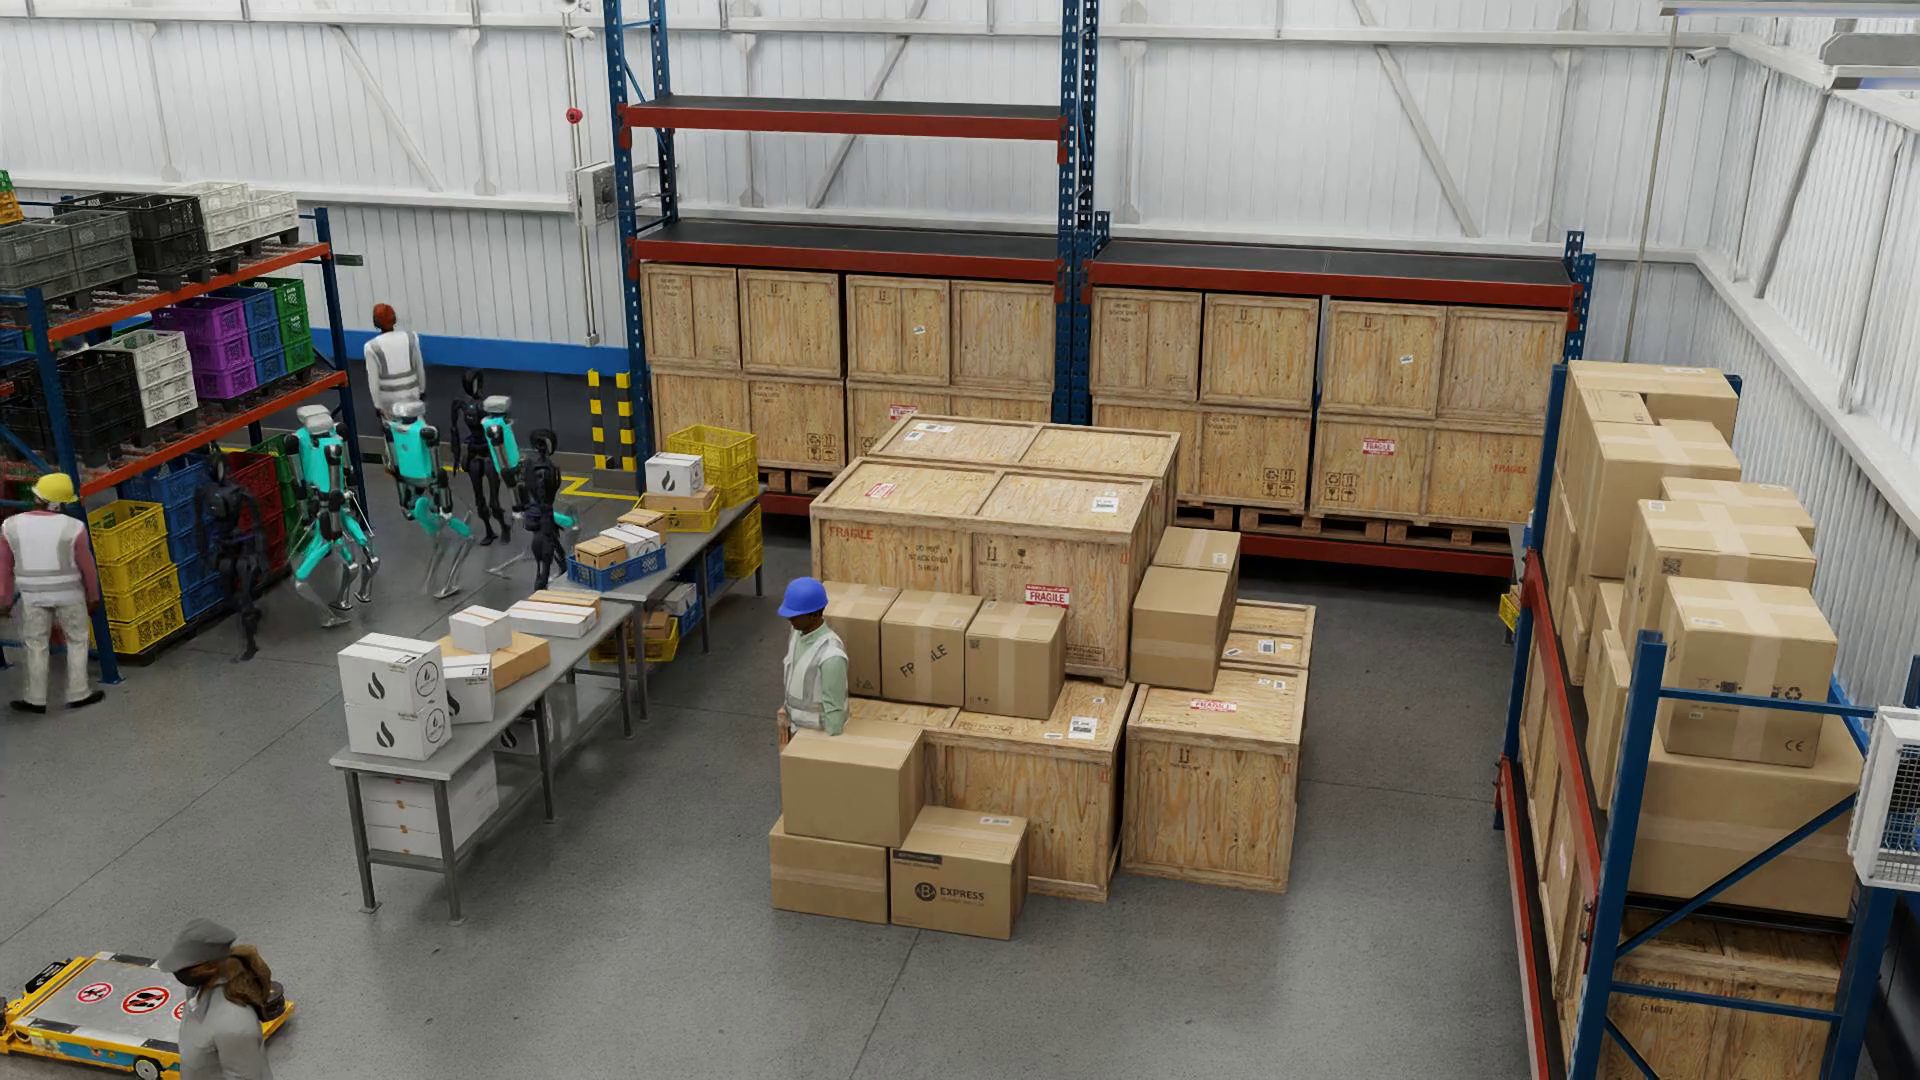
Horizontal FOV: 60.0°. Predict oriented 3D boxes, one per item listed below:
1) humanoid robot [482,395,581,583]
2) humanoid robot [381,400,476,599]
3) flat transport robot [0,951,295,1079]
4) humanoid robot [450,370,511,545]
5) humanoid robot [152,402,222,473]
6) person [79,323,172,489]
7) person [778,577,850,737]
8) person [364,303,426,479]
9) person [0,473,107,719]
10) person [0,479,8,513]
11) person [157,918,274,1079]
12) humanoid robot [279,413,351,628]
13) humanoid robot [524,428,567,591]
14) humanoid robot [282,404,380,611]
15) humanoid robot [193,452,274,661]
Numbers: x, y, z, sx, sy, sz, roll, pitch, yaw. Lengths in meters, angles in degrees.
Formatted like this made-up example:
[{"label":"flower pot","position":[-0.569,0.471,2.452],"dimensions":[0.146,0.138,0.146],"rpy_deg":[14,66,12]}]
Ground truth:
[{"label":"humanoid robot","position":[-3.576,-0.380,13.962],"dimensions":[0.990,1.734,0.545],"rpy_deg":[-4,21,-11]},{"label":"humanoid robot","position":[-4.362,-0.343,13.906],"dimensions":[0.550,1.805,0.669],"rpy_deg":[9,23,22]},{"label":"flat transport robot","position":[-4.270,2.464,8.601],"dimensions":[1.431,0.231,0.659],"rpy_deg":[5,22,13]},{"label":"humanoid robot","position":[-4.312,-0.740,15.005],"dimensions":[0.612,1.643,0.330],"rpy_deg":[4,21,11]},{"label":"humanoid robot","position":[-7.142,-0.870,15.378],"dimensions":[0.589,1.664,0.495],"rpy_deg":[-15,26,-35]},{"label":"person","position":[-8.384,-1.353,16.463],"dimensions":[1.004,1.792,0.614],"rpy_deg":[-1,21,-3]},{"label":"person","position":[-0.853,1.110,9.810],"dimensions":[0.411,1.939,0.602],"rpy_deg":[-10,23,-24]},{"label":"person","position":[-5.603,-1.455,16.625],"dimensions":[0.592,1.858,0.831],"rpy_deg":[-13,24,-30]},{"label":"person","position":[-6.551,0.396,11.894],"dimensions":[0.767,1.780,0.408],"rpy_deg":[-4,21,-11]},{"label":"person","position":[-8.142,-0.368,13.591],"dimensions":[0.437,2.015,0.670],"rpy_deg":[18,27,38]},{"label":"person","position":[-2.974,2.320,6.871],"dimensions":[0.399,1.768,0.572],"rpy_deg":[-14,25,-32]},{"label":"humanoid robot","position":[-5.182,-0.116,13.215],"dimensions":[0.698,1.742,0.541],"rpy_deg":[-13,24,-30]},{"label":"humanoid robot","position":[-3.286,-0.088,13.303],"dimensions":[0.509,1.639,0.609],"rpy_deg":[-4,21,-11]},{"label":"humanoid robot","position":[-4.986,-0.228,13.398],"dimensions":[0.735,1.677,0.533],"rpy_deg":[18,27,39]},{"label":"humanoid robot","position":[-5.573,0.079,12.913],"dimensions":[0.599,1.650,0.540],"rpy_deg":[2,21,6]}]
